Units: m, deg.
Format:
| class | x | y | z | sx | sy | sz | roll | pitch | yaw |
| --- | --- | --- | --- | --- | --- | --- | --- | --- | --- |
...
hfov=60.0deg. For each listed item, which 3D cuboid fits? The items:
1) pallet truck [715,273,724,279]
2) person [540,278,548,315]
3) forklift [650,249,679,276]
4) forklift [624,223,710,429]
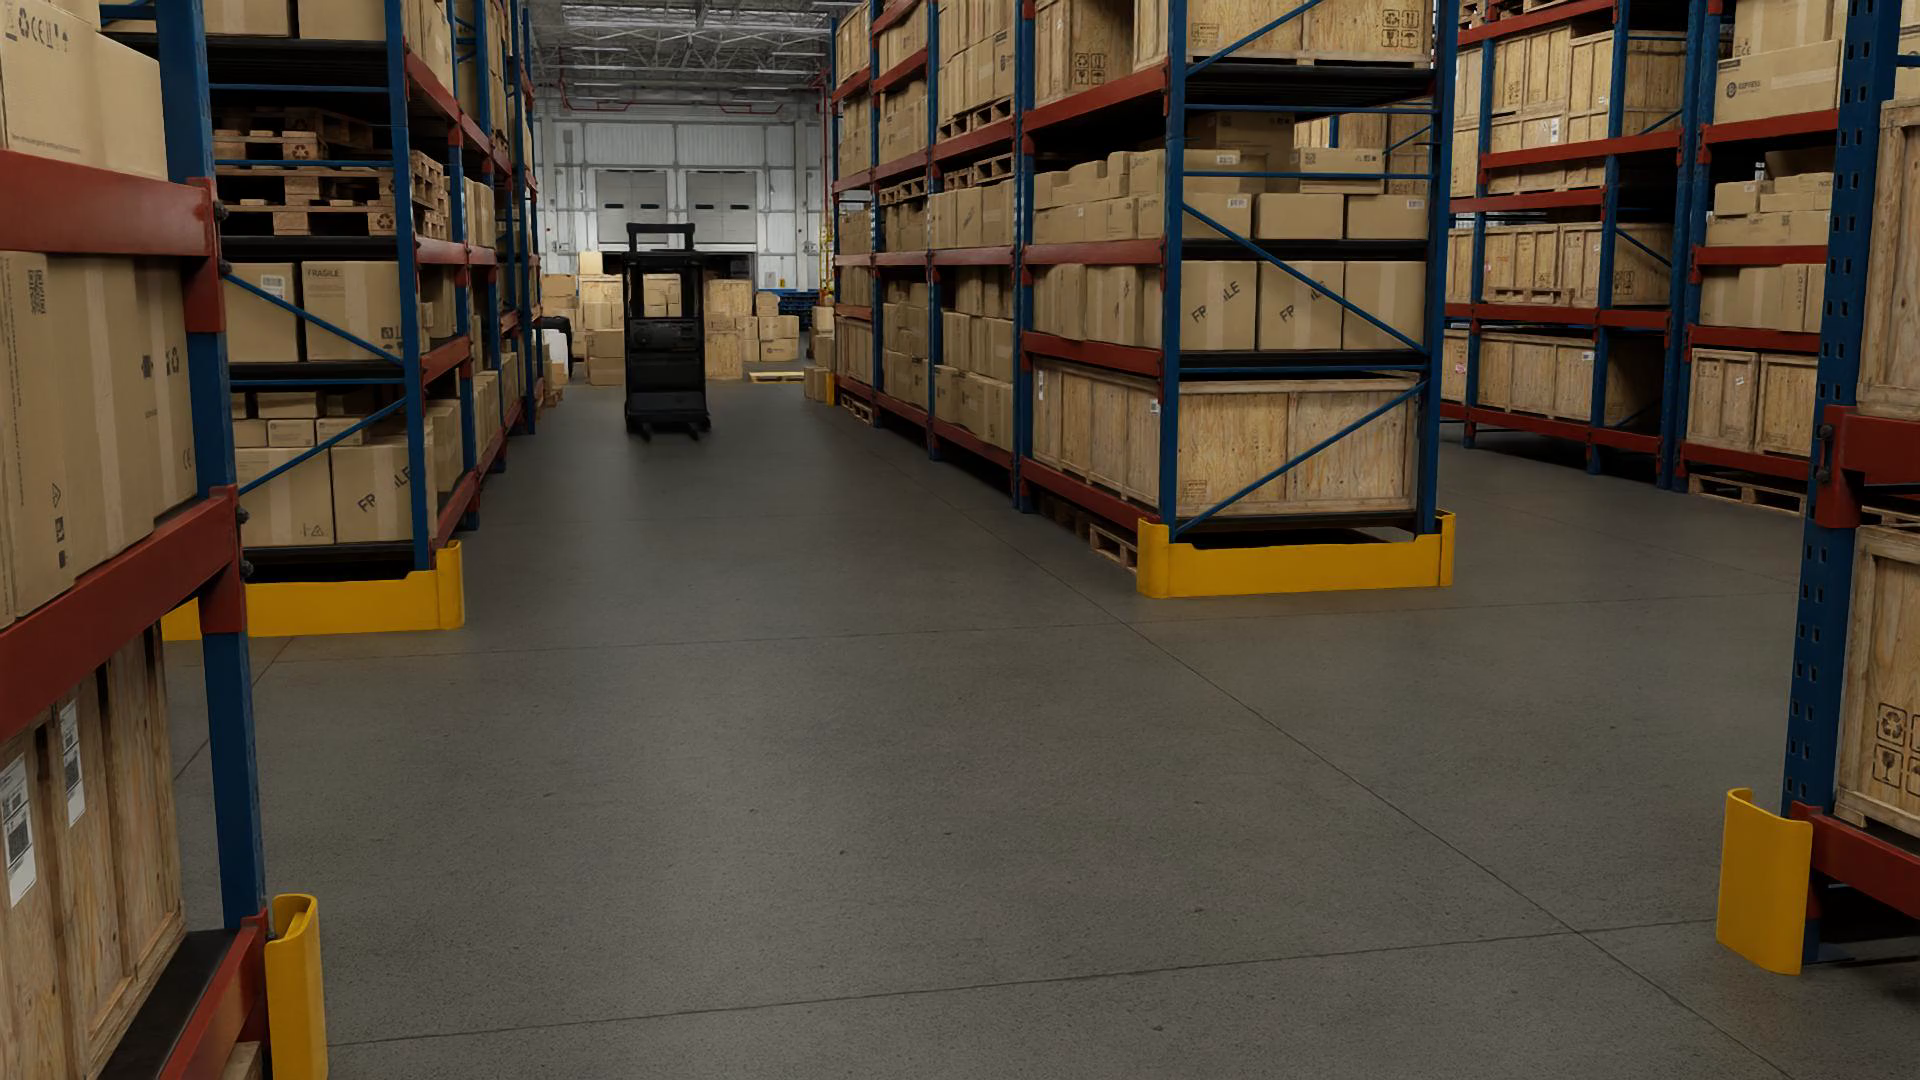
| class | x | y | z | sx | sy | sz | roll | pitch | yaw |
| --- | --- | --- | --- | --- | --- | --- | --- | --- | --- |
| pallet truck | -8.580 | -8.986 | 62.280 | 1.885 | 1.965 | 0.823 | 1 | 9 | 5 |
| person | -12.922 | -7.144 | 51.427 | 1.035 | 1.886 | 0.550 | -6 | 11 | -34 |
| forklift | -9.853 | -8.337 | 55.638 | 1.129 | 2.768 | 1.873 | -8 | 12 | -40 |
| forklift | -4.142 | -3.016 | 23.205 | 1.129 | 2.768 | 1.873 | -2 | 10 | -12 |
